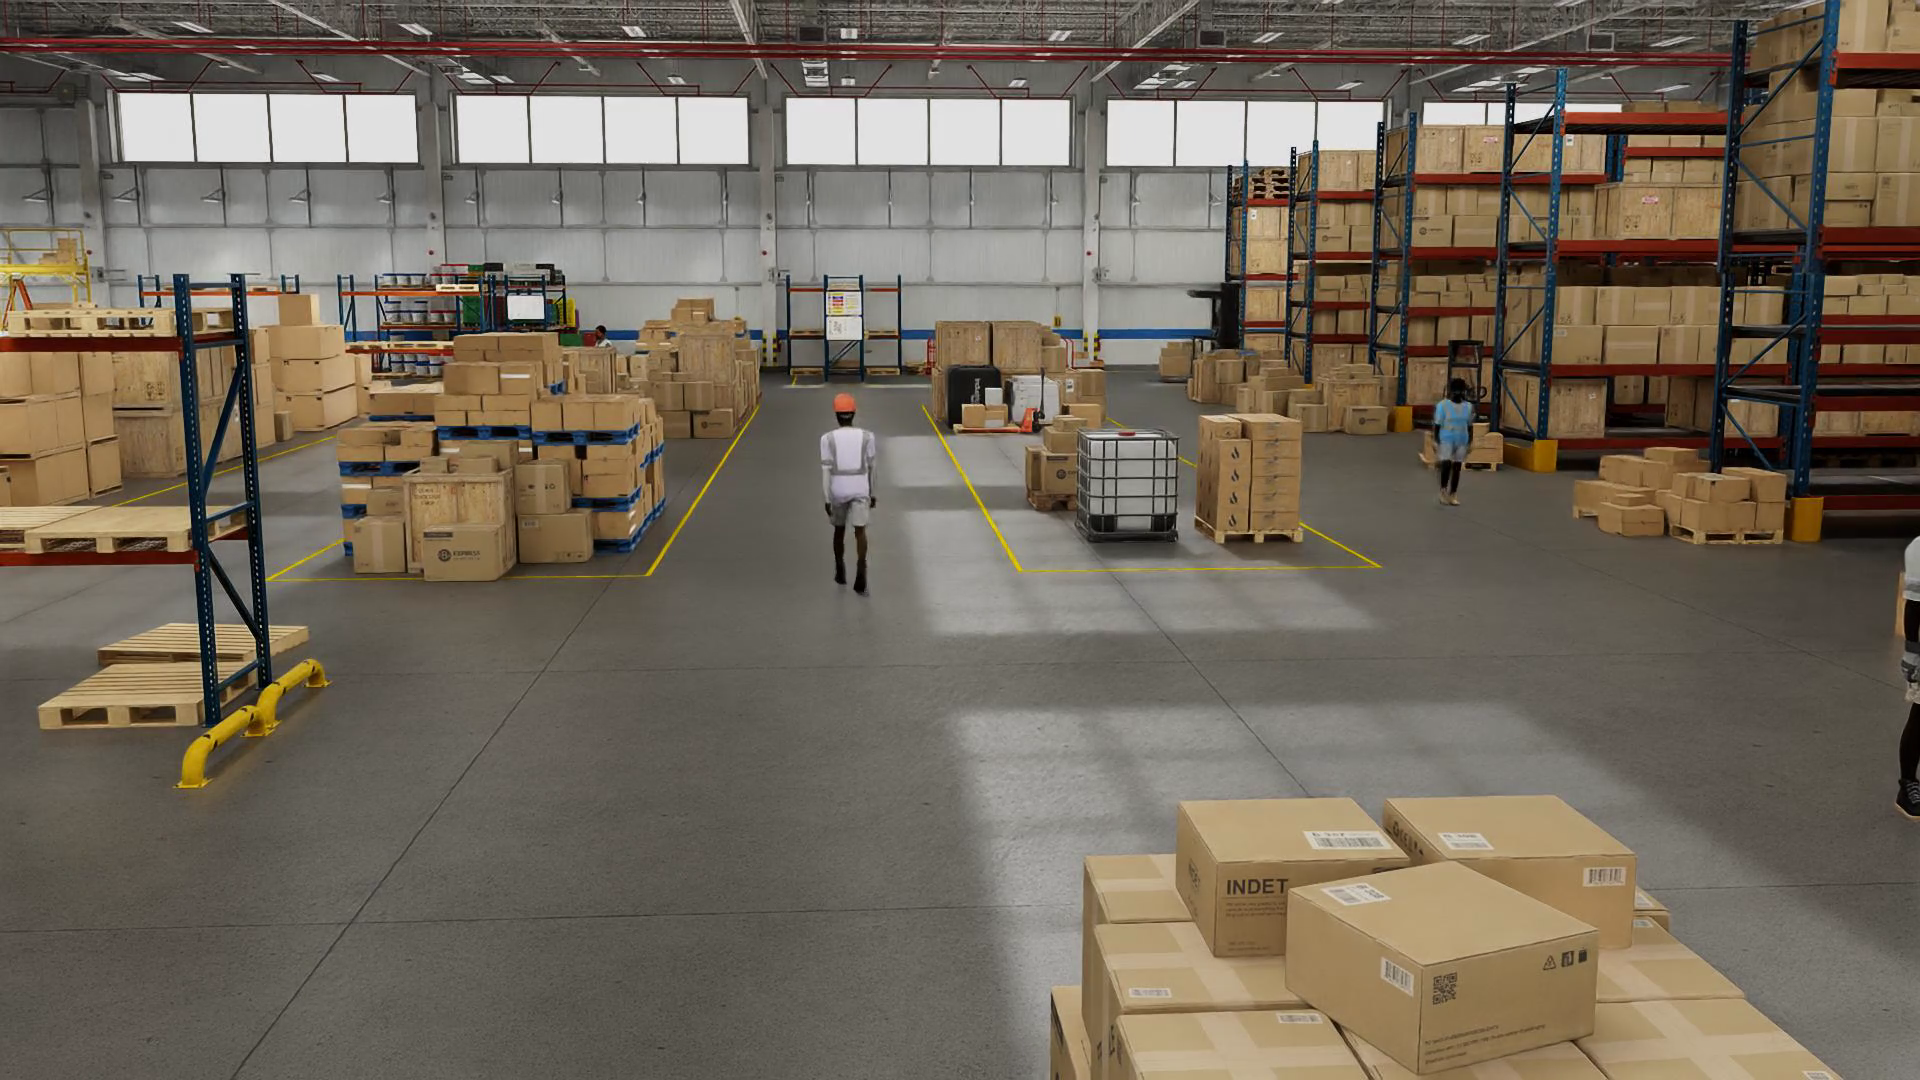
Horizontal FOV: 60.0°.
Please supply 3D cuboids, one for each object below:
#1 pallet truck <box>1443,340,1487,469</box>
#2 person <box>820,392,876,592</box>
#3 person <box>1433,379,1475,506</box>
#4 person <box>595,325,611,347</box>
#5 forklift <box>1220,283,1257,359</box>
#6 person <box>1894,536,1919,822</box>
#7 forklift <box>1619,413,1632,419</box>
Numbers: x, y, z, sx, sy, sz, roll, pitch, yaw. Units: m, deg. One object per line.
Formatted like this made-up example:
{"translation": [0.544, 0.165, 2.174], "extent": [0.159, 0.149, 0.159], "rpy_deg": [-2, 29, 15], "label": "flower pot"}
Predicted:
{"translation": [8.004, -2.170, 26.422], "extent": [0.823, 1.965, 1.885], "rpy_deg": [2, 9, 14], "label": "pallet truck"}
{"translation": [-1.062, -0.462, 16.004], "extent": [0.551, 1.911, 0.882], "rpy_deg": [-1, 9, -8], "label": "person"}
{"translation": [6.469, -1.272, 21.742], "extent": [0.558, 1.684, 0.426], "rpy_deg": [-1, 9, -8], "label": "person"}
{"translation": [-7.896, -3.789, 36.830], "extent": [0.392, 1.920, 0.587], "rpy_deg": [-7, 11, -36], "label": "person"}
{"translation": [6.923, -5.185, 42.585], "extent": [1.873, 2.768, 1.129], "rpy_deg": [-1, 9, -4], "label": "forklift"}
{"translation": [5.503, 0.585, 9.213], "extent": [0.614, 1.963, 0.361], "rpy_deg": [-2, 9, -11], "label": "person"}
{"translation": [13.357, -4.016, 35.247], "extent": [1.129, 2.768, 1.873], "rpy_deg": [-1, 9, -4], "label": "forklift"}
